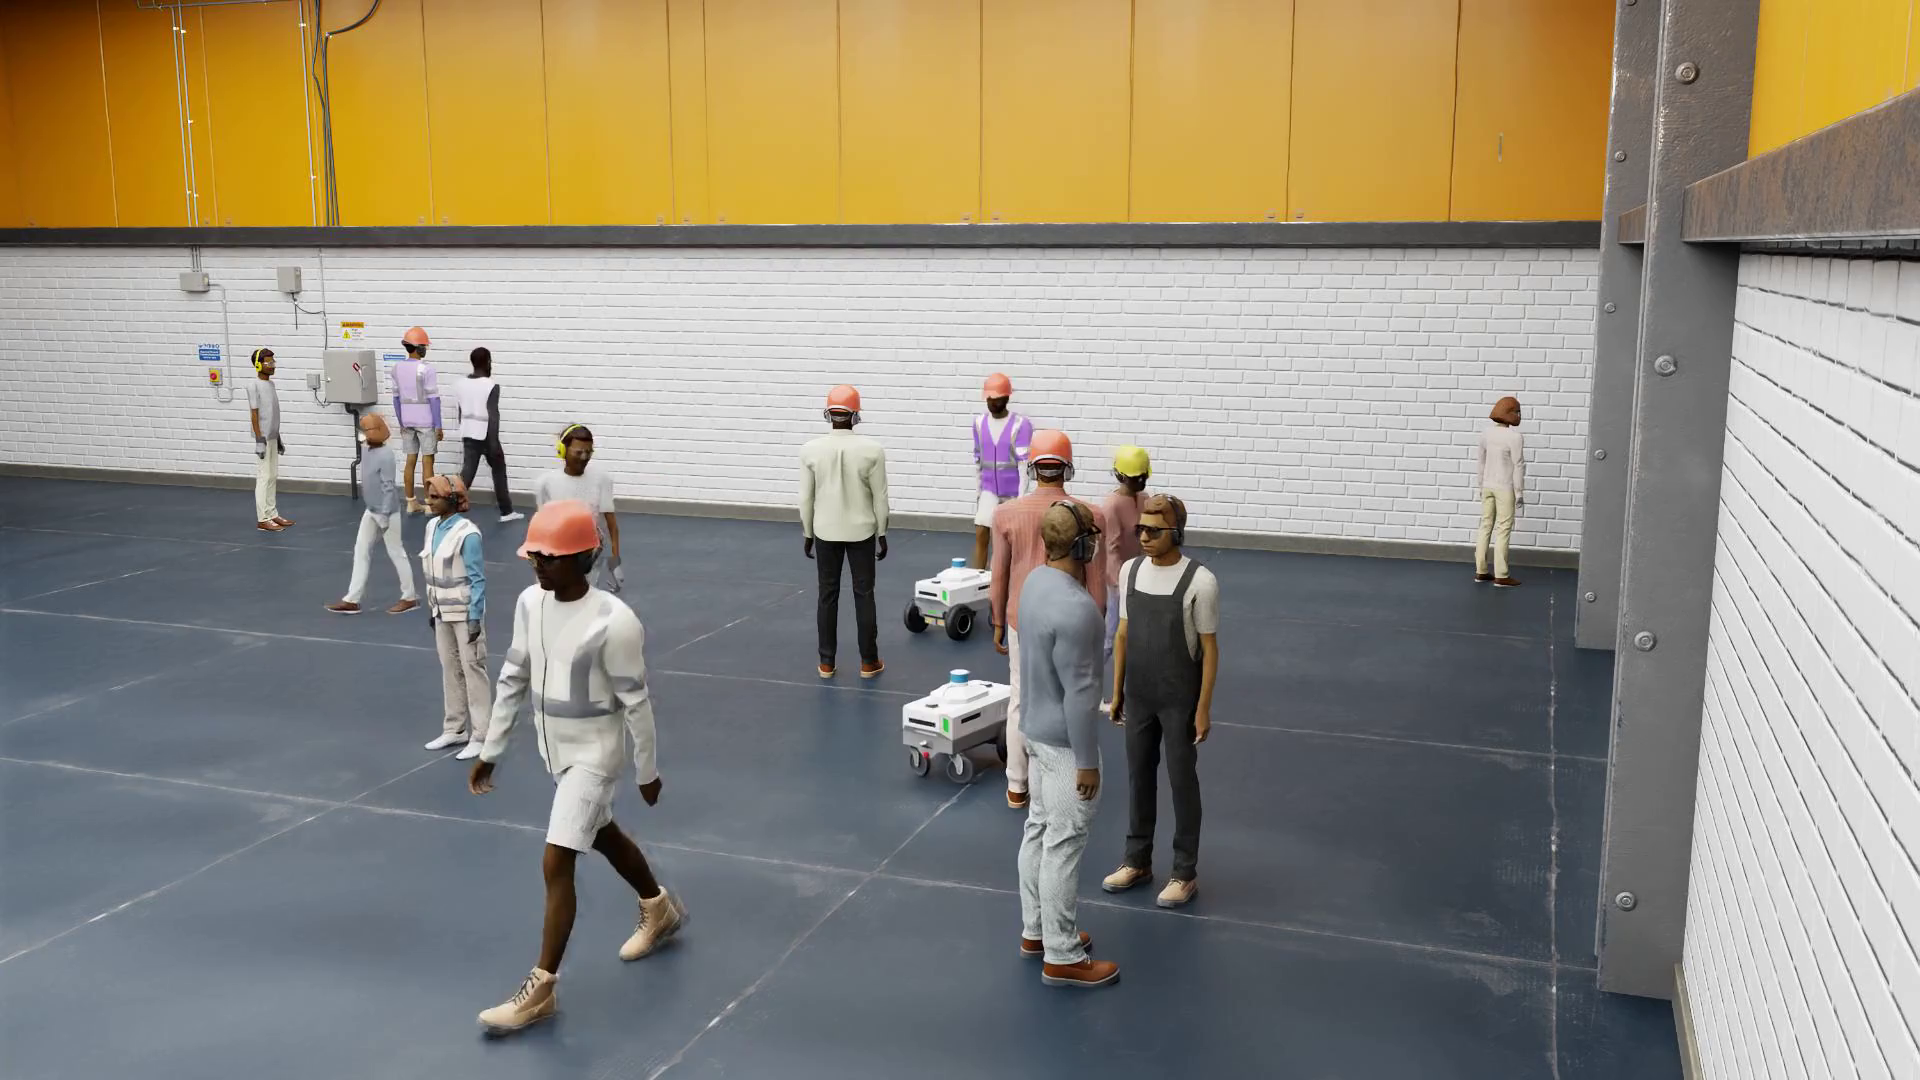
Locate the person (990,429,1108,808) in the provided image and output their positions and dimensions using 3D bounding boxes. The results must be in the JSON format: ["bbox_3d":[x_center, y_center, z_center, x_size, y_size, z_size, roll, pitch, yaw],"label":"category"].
[{"bbox_3d":[0.458,0.419,8.621,0.615,1.986,0.407,1,10,8],"label":"person"}]

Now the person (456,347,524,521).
[{"bbox_3d":[-5.018,-1.075,17.361,0.603,1.877,0.975,5,11,28],"label":"person"}]

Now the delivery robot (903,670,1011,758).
[{"bbox_3d":[-0.003,0.968,9.287,0.477,0.478,0.707,7,12,35],"label":"delivery robot"}]

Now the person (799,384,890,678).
[{"bbox_3d":[-0.775,-0.052,11.244,0.608,1.995,0.377,1,10,3],"label":"person"}]

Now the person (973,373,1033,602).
[{"bbox_3d":[0.299,-0.388,13.407,0.560,1.893,0.890,5,11,25],"label":"person"}]

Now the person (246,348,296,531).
[{"bbox_3d":[-7.115,-1.034,17.125,0.328,1.872,0.509,0,10,-1],"label":"person"}]

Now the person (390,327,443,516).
[{"bbox_3d":[-5.839,-1.275,17.996,0.607,2.044,0.375,5,11,25],"label":"person"}]

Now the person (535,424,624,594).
[{"bbox_3d":[-2.427,0.159,10.622,0.496,1.803,0.976,-6,12,-29],"label":"person"}]

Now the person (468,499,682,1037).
[{"bbox_3d":[-1.443,0.808,6.450,0.608,1.996,1.074,9,13,41],"label":"person"}]

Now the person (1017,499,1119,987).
[{"bbox_3d":[0.418,0.797,6.617,0.361,1.939,0.635,-3,10,-14],"label":"person"}]

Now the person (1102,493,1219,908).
[{"bbox_3d":[0.893,0.705,7.401,0.517,1.844,0.332,8,13,39],"label":"person"}]

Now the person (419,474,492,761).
[{"bbox_3d":[-2.878,0.433,9.507,0.515,1.640,0.315,9,14,42],"label":"person"}]

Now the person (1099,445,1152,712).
[{"bbox_3d":[1.073,0.260,10.270,0.746,1.715,0.585,7,12,36],"label":"person"}]

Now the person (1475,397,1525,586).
[{"bbox_3d":[4.664,-0.420,14.334,0.277,1.631,0.506,-5,11,-25],"label":"person"}]

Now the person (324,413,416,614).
[{"bbox_3d":[-4.672,-0.189,13.099,0.729,1.605,0.529,-10,14,-44],"label":"person"}]

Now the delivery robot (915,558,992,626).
[{"bbox_3d":[-0.010,0.382,12.587,0.477,0.478,0.707,8,13,40],"label":"delivery robot"}]
